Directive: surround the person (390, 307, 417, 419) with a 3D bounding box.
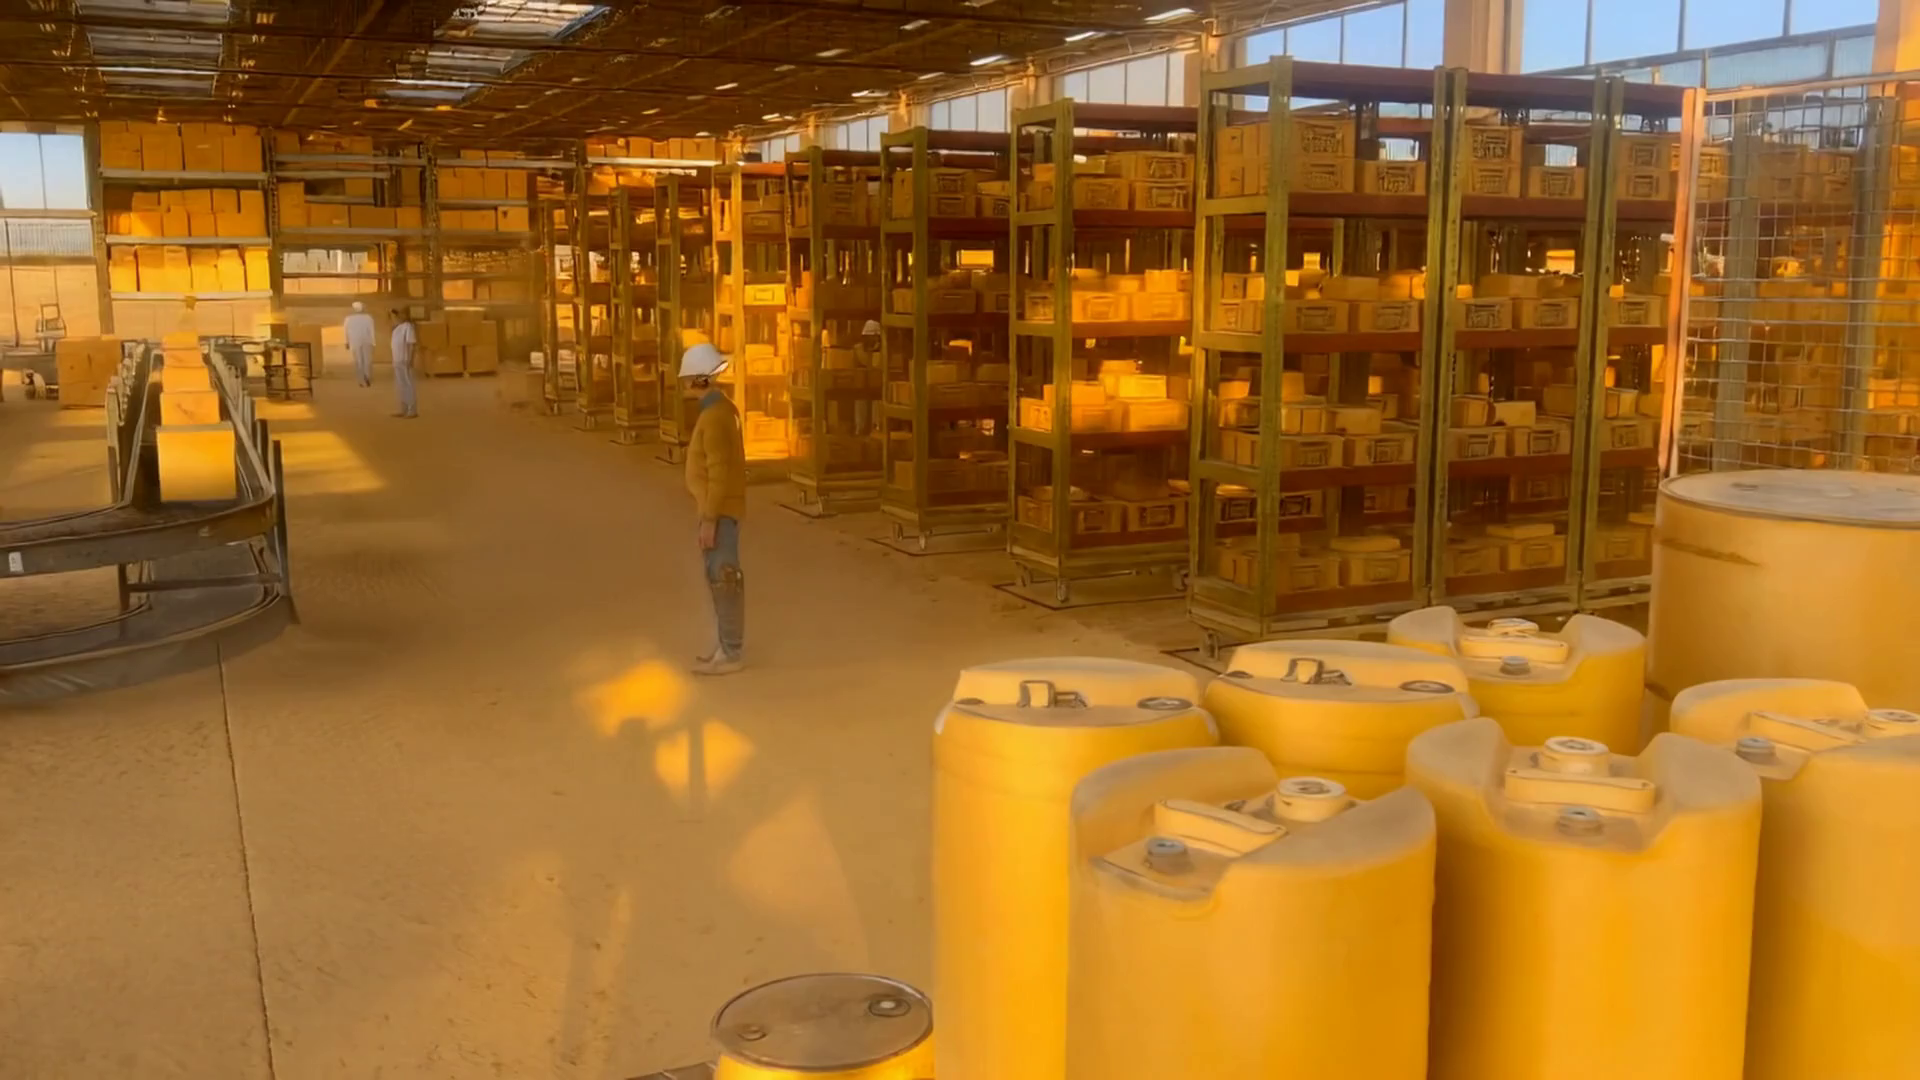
[{"bbox_3d":[-9.158,-2.917,27.390,0.570,1.841,0.372,8,12,42],"label":"person"}]

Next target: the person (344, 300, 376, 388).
[{"bbox_3d":[-12.484,-4.068,34.602,0.626,1.813,0.658,-3,10,-19],"label":"person"}]

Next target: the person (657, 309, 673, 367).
[{"bbox_3d":[-5.542,-3.668,32.020,0.642,1.864,0.967,6,11,32],"label":"person"}]

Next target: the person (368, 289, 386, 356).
[{"bbox_3d":[-16.752,-6.221,47.699,0.407,1.908,0.641,4,10,21],"label":"person"}]

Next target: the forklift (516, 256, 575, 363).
[{"bbox_3d":[-10.958,-6.129,44.113,1.873,2.768,1.129,-4,10,-25],"label":"forklift"}]

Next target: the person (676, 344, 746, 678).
[{"bbox_3d":[-1.471,-0.169,9.910,0.400,1.984,0.610,0,9,1],"label":"person"}]

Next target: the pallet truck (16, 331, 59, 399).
[{"bbox_3d":[-17.082,-3.353,31.781,1.630,1.274,0.653,-4,10,-25],"label":"pallet truck"}]

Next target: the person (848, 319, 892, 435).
[{"bbox_3d":[-1.094,-1.782,20.384,0.599,1.830,0.403,0,9,3],"label":"person"}]

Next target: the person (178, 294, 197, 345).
[{"bbox_3d":[-17.211,-4.499,36.939,0.583,1.926,0.626,-7,12,-39],"label":"person"}]
